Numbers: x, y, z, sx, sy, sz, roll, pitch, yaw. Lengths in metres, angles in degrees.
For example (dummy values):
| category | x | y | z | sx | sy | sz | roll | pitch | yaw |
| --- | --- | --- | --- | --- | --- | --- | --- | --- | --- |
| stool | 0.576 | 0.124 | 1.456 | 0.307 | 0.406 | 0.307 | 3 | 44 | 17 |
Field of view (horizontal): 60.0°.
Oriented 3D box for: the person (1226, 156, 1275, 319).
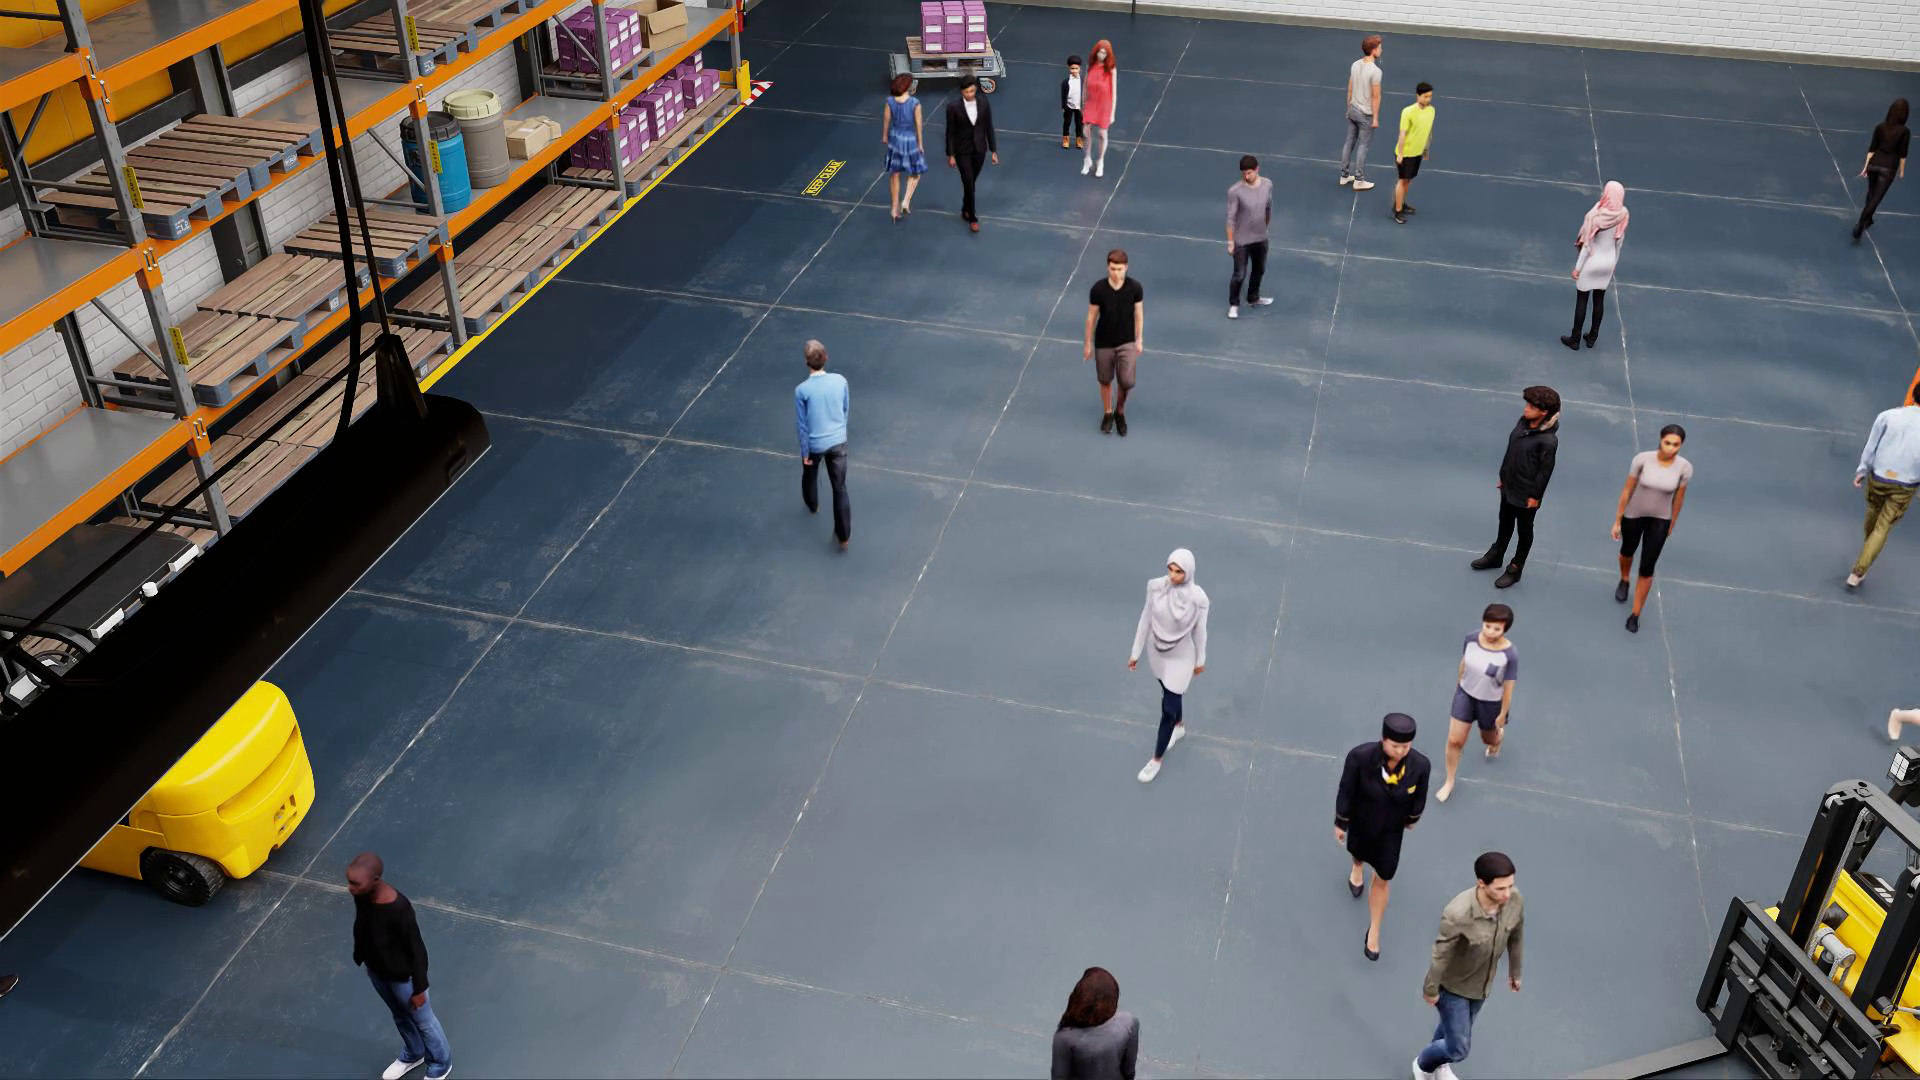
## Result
| category | x | y | z | sx | sy | sz | roll | pitch | yaw |
| --- | --- | --- | --- | --- | --- | --- | --- | --- | --- |
| person | 3.072 | -3.230 | 17.589 | 0.928 | 1.814 | 0.926 | -21 | 39 | -28 |

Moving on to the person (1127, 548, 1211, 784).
| category | x | y | z | sx | sy | sz | roll | pitch | yaw |
| --- | --- | --- | --- | --- | --- | --- | --- | --- | --- |
| person | 1.521 | 0.771 | 11.629 | 0.860 | 1.748 | 1.054 | 25 | 41 | 33 |

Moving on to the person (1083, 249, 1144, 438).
| category | x | y | z | sx | sy | sz | roll | pitch | yaw |
| --- | --- | --- | --- | --- | --- | --- | --- | --- | --- |
| person | 1.455 | -1.895 | 15.548 | 0.755 | 1.851 | 0.703 | 2 | 34 | 3 |

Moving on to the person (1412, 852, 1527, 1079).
| category | x | y | z | sx | sy | sz | roll | pitch | yaw |
| --- | --- | --- | --- | --- | --- | --- | --- | --- | --- |
| person | 2.733 | 2.340 | 9.173 | 0.811 | 1.854 | 0.870 | -18 | 37 | -24 |

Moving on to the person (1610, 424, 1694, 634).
| category | x | y | z | sx | sy | sz | roll | pitch | yaw |
| --- | --- | --- | --- | --- | --- | --- | --- | --- | --- |
| person | 5.406 | -0.196 | 13.122 | 0.751 | 1.706 | 1.143 | 15 | 36 | 21 |

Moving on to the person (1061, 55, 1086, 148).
| category | x | y | z | sx | sy | sz | roll | pitch | yaw |
| --- | --- | --- | --- | --- | --- | --- | --- | --- | --- |
| person | 1.504 | -5.803 | 21.994 | 0.558 | 1.223 | 0.563 | -3 | 34 | -5 |

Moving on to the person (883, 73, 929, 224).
| category | x | y | z | sx | sy | sz | roll | pitch | yaw |
| --- | --- | --- | --- | --- | --- | --- | --- | --- | --- |
| person | -0.673 | -4.595 | 19.667 | 0.747 | 1.786 | 0.739 | 10 | 35 | 15 |

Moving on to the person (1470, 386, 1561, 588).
| category | x | y | z | sx | sy | sz | roll | pitch | yaw |
| --- | --- | --- | --- | --- | --- | --- | --- | --- | --- |
| person | 4.556 | -0.458 | 13.450 | 0.798 | 1.780 | 0.720 | -13 | 36 | -19 |

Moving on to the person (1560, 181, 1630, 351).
| category | x | y | z | sx | sy | sz | roll | pitch | yaw |
| --- | --- | --- | --- | --- | --- | --- | --- | --- | --- |
| person | 6.489 | -2.796 | 16.946 | 0.725 | 1.803 | 0.733 | -5 | 34 | -8 |

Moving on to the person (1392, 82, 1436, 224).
| category | x | y | z | sx | sy | sz | roll | pitch | yaw |
| --- | --- | --- | --- | --- | --- | --- | --- | --- | --- |
| person | 5.376 | -4.682 | 19.886 | 0.829 | 1.689 | 0.887 | -24 | 40 | -31 |

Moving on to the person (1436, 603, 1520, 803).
| category | x | y | z | sx | sy | sz | roll | pitch | yaw |
| --- | --- | --- | --- | --- | --- | --- | --- | --- | --- |
| person | 3.602 | 1.051 | 11.400 | 0.829 | 1.535 | 1.052 | 25 | 41 | 33 |

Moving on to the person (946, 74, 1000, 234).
| category | x | y | z | sx | sy | sz | roll | pitch | yaw |
| --- | --- | --- | --- | --- | --- | --- | --- | --- | --- |
| person | 0.083 | -4.629 | 19.663 | 1.020 | 1.848 | 1.104 | -15 | 37 | -22 |

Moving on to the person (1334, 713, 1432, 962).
| category | x | y | z | sx | sy | sz | roll | pitch | yaw |
| --- | --- | --- | --- | --- | --- | --- | --- | --- | --- |
| person | 2.577 | 1.709 | 10.330 | 0.690 | 1.624 | 1.046 | 8 | 34 | 11 |

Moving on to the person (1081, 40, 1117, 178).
| category | x | y | z | sx | sy | sz | roll | pitch | yaw |
| --- | --- | --- | --- | --- | --- | --- | --- | --- | --- |
| person | 1.749 | -5.424 | 20.908 | 0.655 | 1.793 | 0.697 | 19 | 38 | 26 |

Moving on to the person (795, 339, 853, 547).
| category | x | y | z | sx | sy | sz | roll | pitch | yaw |
| --- | --- | --- | --- | --- | --- | --- | --- | --- | --- |
| person | -1.102 | -0.784 | 13.943 | 1.086 | 1.775 | 1.248 | -12 | 35 | -17 |

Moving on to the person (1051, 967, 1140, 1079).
| category | x | y | z | sx | sy | sz | roll | pitch | yaw |
| --- | --- | --- | --- | --- | --- | --- | --- | --- | --- |
| person | 0.689 | 2.874 | 8.462 | 0.849 | 1.752 | 0.996 | -7 | 34 | -10 |

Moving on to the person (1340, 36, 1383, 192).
| category | x | y | z | sx | sy | sz | roll | pitch | yaw |
| --- | --- | --- | --- | --- | --- | --- | --- | --- | --- |
| person | 4.985 | -5.302 | 20.635 | 0.791 | 1.893 | 0.742 | -20 | 38 | -27 |

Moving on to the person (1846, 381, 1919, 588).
| category | x | y | z | sx | sy | sz | roll | pitch | yaw |
| --- | --- | --- | --- | --- | --- | --- | --- | --- | --- |
| person | 7.509 | -0.428 | 13.419 | 1.034 | 1.764 | 1.287 | 26 | 41 | 33 |

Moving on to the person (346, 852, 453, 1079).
| category | x | y | z | sx | sy | sz | roll | pitch | yaw |
| --- | --- | --- | --- | --- | --- | --- | --- | --- | --- |
| person | -3.116 | 2.374 | 9.216 | 0.649 | 1.749 | 0.618 | 18 | 38 | 25 |

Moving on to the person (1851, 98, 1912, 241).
| category | x | y | z | sx | sy | sz | roll | pitch | yaw |
| --- | --- | --- | --- | --- | --- | --- | --- | --- | --- |
| person | 10.722 | -4.294 | 19.368 | 1.096 | 1.617 | 0.947 | -24 | 40 | -31 |
